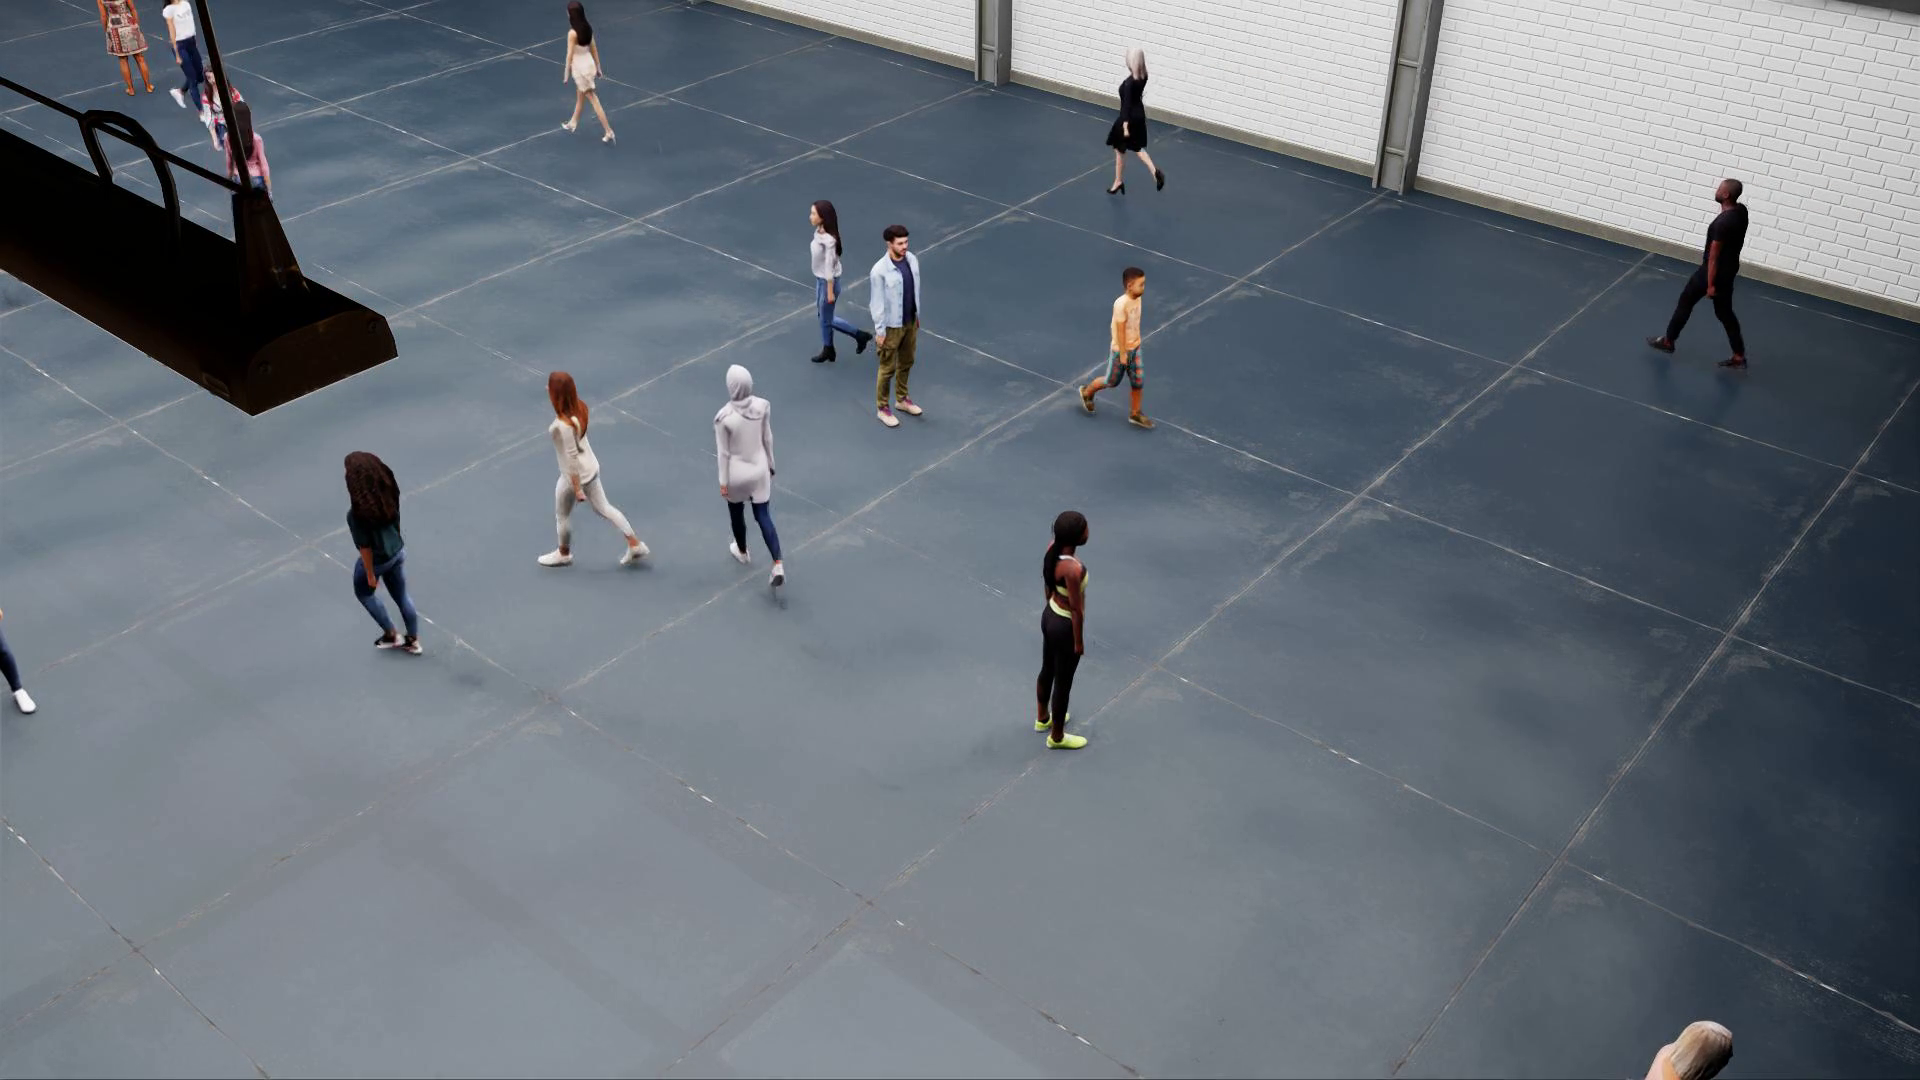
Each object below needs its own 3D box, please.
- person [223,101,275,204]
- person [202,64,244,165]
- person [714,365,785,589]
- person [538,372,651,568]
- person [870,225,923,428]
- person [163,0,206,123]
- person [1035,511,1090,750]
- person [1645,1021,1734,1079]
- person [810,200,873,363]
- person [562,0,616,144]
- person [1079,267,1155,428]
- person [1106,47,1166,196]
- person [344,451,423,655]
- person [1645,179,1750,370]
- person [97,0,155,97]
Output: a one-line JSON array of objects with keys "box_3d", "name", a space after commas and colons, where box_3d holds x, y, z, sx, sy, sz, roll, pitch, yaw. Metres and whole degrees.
[{"box_3d": [-7.289, -3.594, 17.027, 1.053, 1.717, 1.101, -5, 34, -7], "name": "person"}, {"box_3d": [-8.114, -4.561, 18.597, 0.830, 1.589, 0.892, -5, 34, -7], "name": "person"}, {"box_3d": [-1.537, -0.439, 12.250, 0.874, 1.751, 1.160, -18, 38, -25], "name": "person"}, {"box_3d": [-2.749, -0.498, 12.395, 1.165, 1.689, 0.956, 6, 34, 8], "name": "person"}, {"box_3d": [-0.546, -1.872, 14.353, 0.566, 1.809, 0.684, 28, 42, 35], "name": "person"}, {"box_3d": [-9.734, -6.102, 20.759, 1.006, 1.762, 0.791, 11, 35, 17], "name": "person"}, {"box_3d": [0.648, 0.573, 10.724, 0.704, 1.754, 0.594, -12, 35, -17], "name": "person"}, {"box_3d": [3.075, 2.764, 7.459, 0.724, 1.719, 0.709, 7, 34, 10], "name": "person"}, {"box_3d": [-1.124, -2.356, 15.257, 0.910, 1.615, 0.871, -6, 34, -10], "name": "person"}, {"box_3d": [-4.452, -5.583, 20.045, 1.082, 1.688, 0.749, 16, 37, 23], "name": "person"}, {"box_3d": [1.366, -1.674, 14.393, 0.945, 1.435, 0.525, 26, 41, 33], "name": "person"}, {"box_3d": [1.984, -4.634, 18.579, 0.979, 1.730, 0.651, 20, 38, 27], "name": "person"}, {"box_3d": [-3.940, 0.136, 11.518, 0.715, 1.603, 0.682, 14, 36, 20], "name": "person"}, {"box_3d": [6.975, -2.368, 15.134, 0.810, 1.770, 1.253, -25, 41, -32], "name": "person"}, {"box_3d": [-10.921, -6.646, 21.683, 0.710, 1.645, 0.646, -19, 38, -26], "name": "person"}]
